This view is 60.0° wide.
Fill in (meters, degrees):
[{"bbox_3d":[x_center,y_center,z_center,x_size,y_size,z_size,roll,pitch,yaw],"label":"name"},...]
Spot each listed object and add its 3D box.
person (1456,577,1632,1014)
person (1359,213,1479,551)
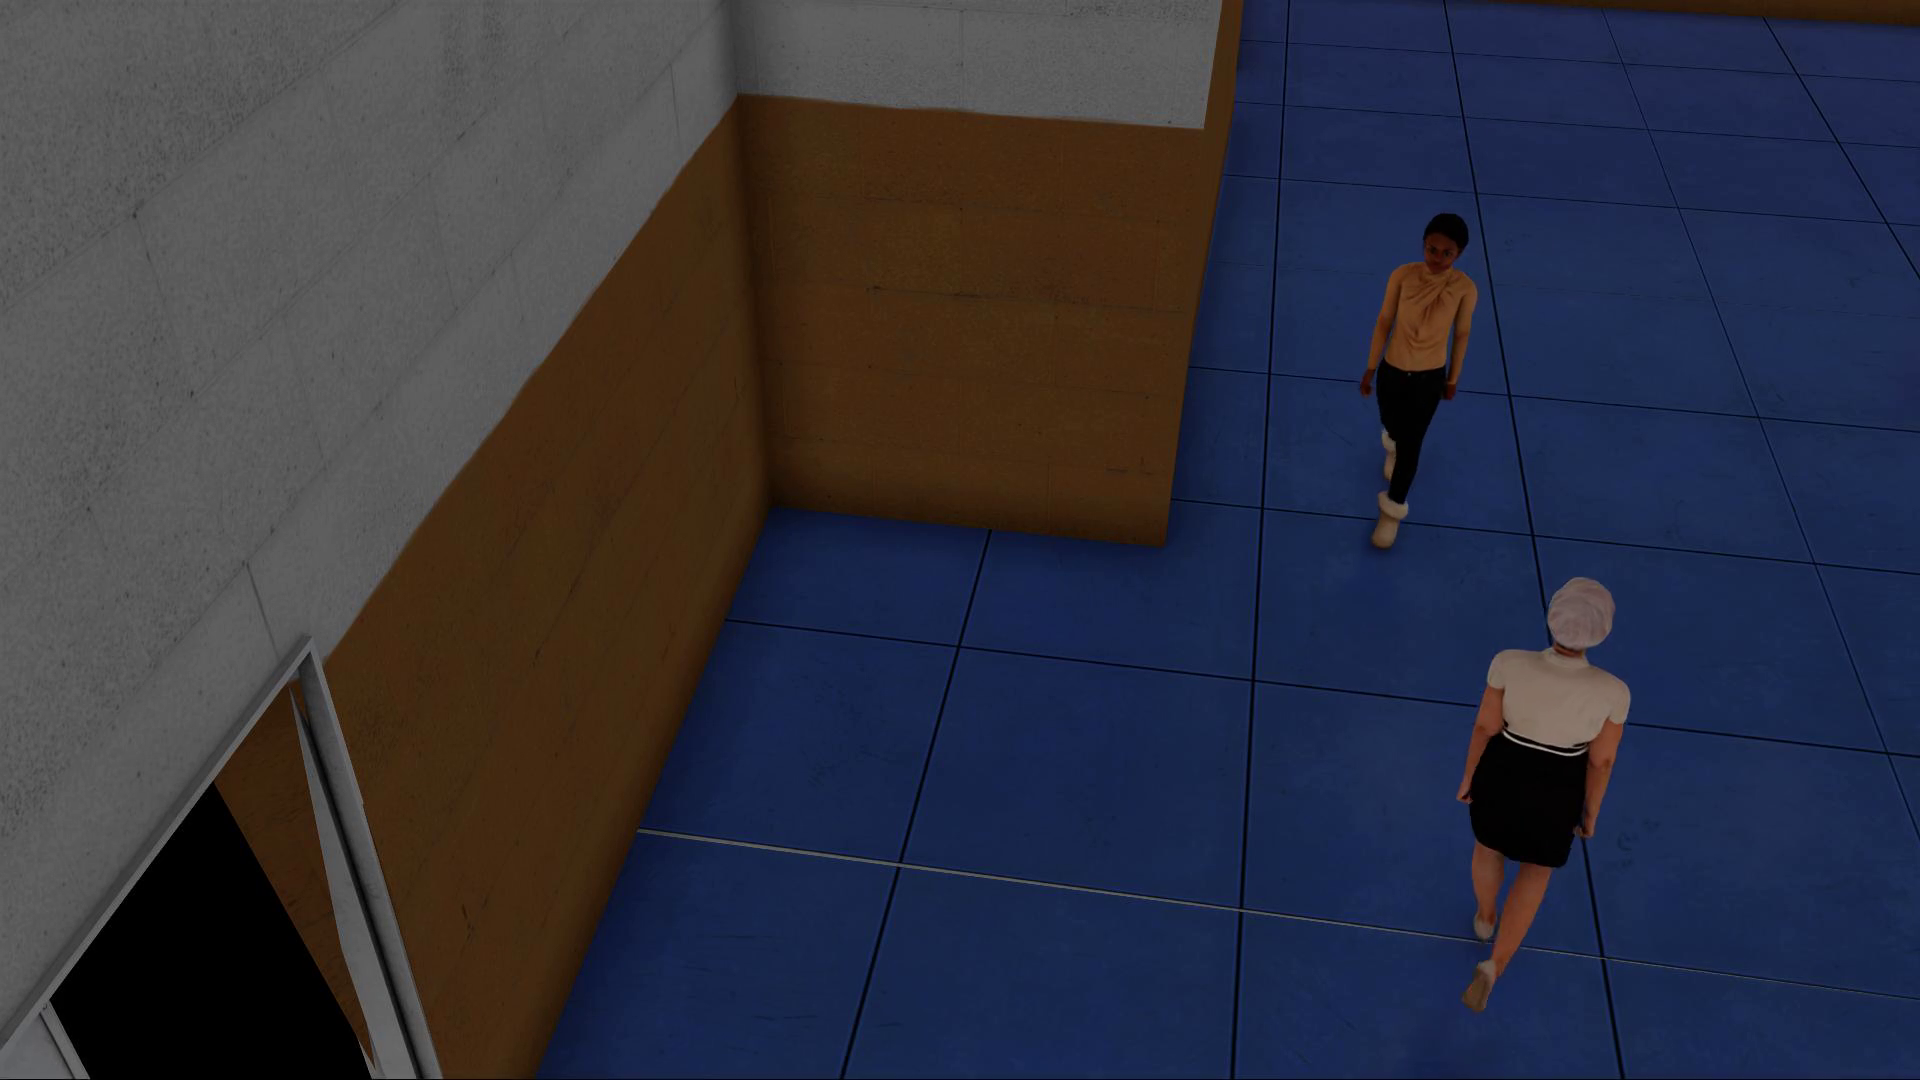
[{"bbox_3d":[1.889,0.904,5.599,0.942,1.738,0.831,16,40,20],"label":"person"},{"bbox_3d":[2.186,-0.837,8.009,1.084,1.630,0.861,17,40,21],"label":"person"}]
